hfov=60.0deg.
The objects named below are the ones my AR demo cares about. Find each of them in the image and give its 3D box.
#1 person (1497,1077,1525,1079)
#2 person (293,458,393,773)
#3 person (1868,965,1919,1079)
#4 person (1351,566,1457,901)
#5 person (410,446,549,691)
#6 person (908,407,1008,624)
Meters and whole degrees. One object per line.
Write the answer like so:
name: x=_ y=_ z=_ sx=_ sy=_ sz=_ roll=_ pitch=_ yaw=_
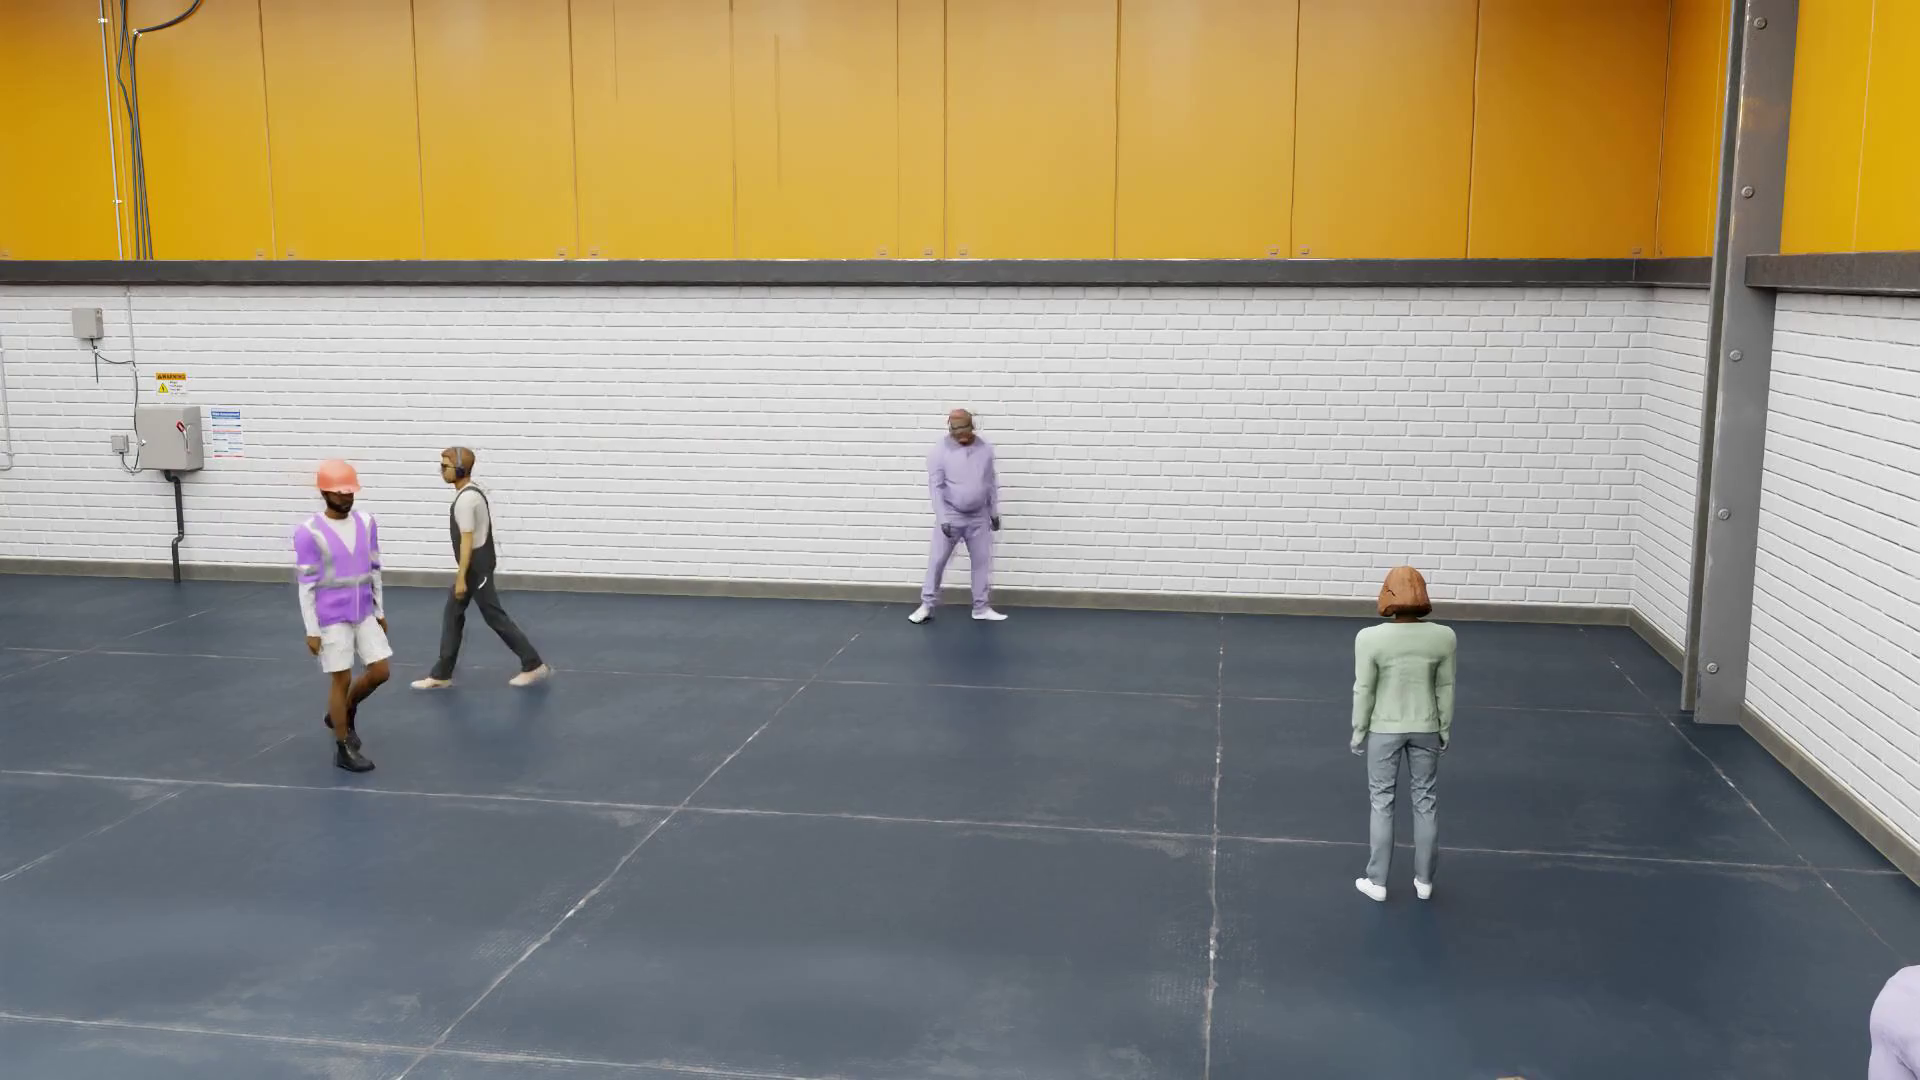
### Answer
person: x=0.871 y=1.697 z=2.712 sx=0.572 sy=1.816 sz=0.897 roll=7 pitch=12 yaw=38
person: x=-3.733 y=0.452 z=10.075 sx=0.482 sy=1.920 sz=0.581 roll=6 pitch=11 yaw=33
person: x=2.161 y=1.530 z=3.376 sx=0.627 sy=1.940 sz=0.372 roll=9 pitch=13 yaw=43
person: x=2.126 y=0.932 z=8.006 sx=0.497 sy=1.632 sz=0.289 roll=-1 pitch=9 yaw=-3
person: x=-3.466 y=0.206 z=11.998 sx=0.968 sy=1.801 sz=0.526 roll=-3 pitch=10 yaw=-17
person: x=-0.003 y=-0.199 z=14.252 sx=0.918 sy=1.877 sz=0.417 roll=-4 pitch=10 yaw=-25
